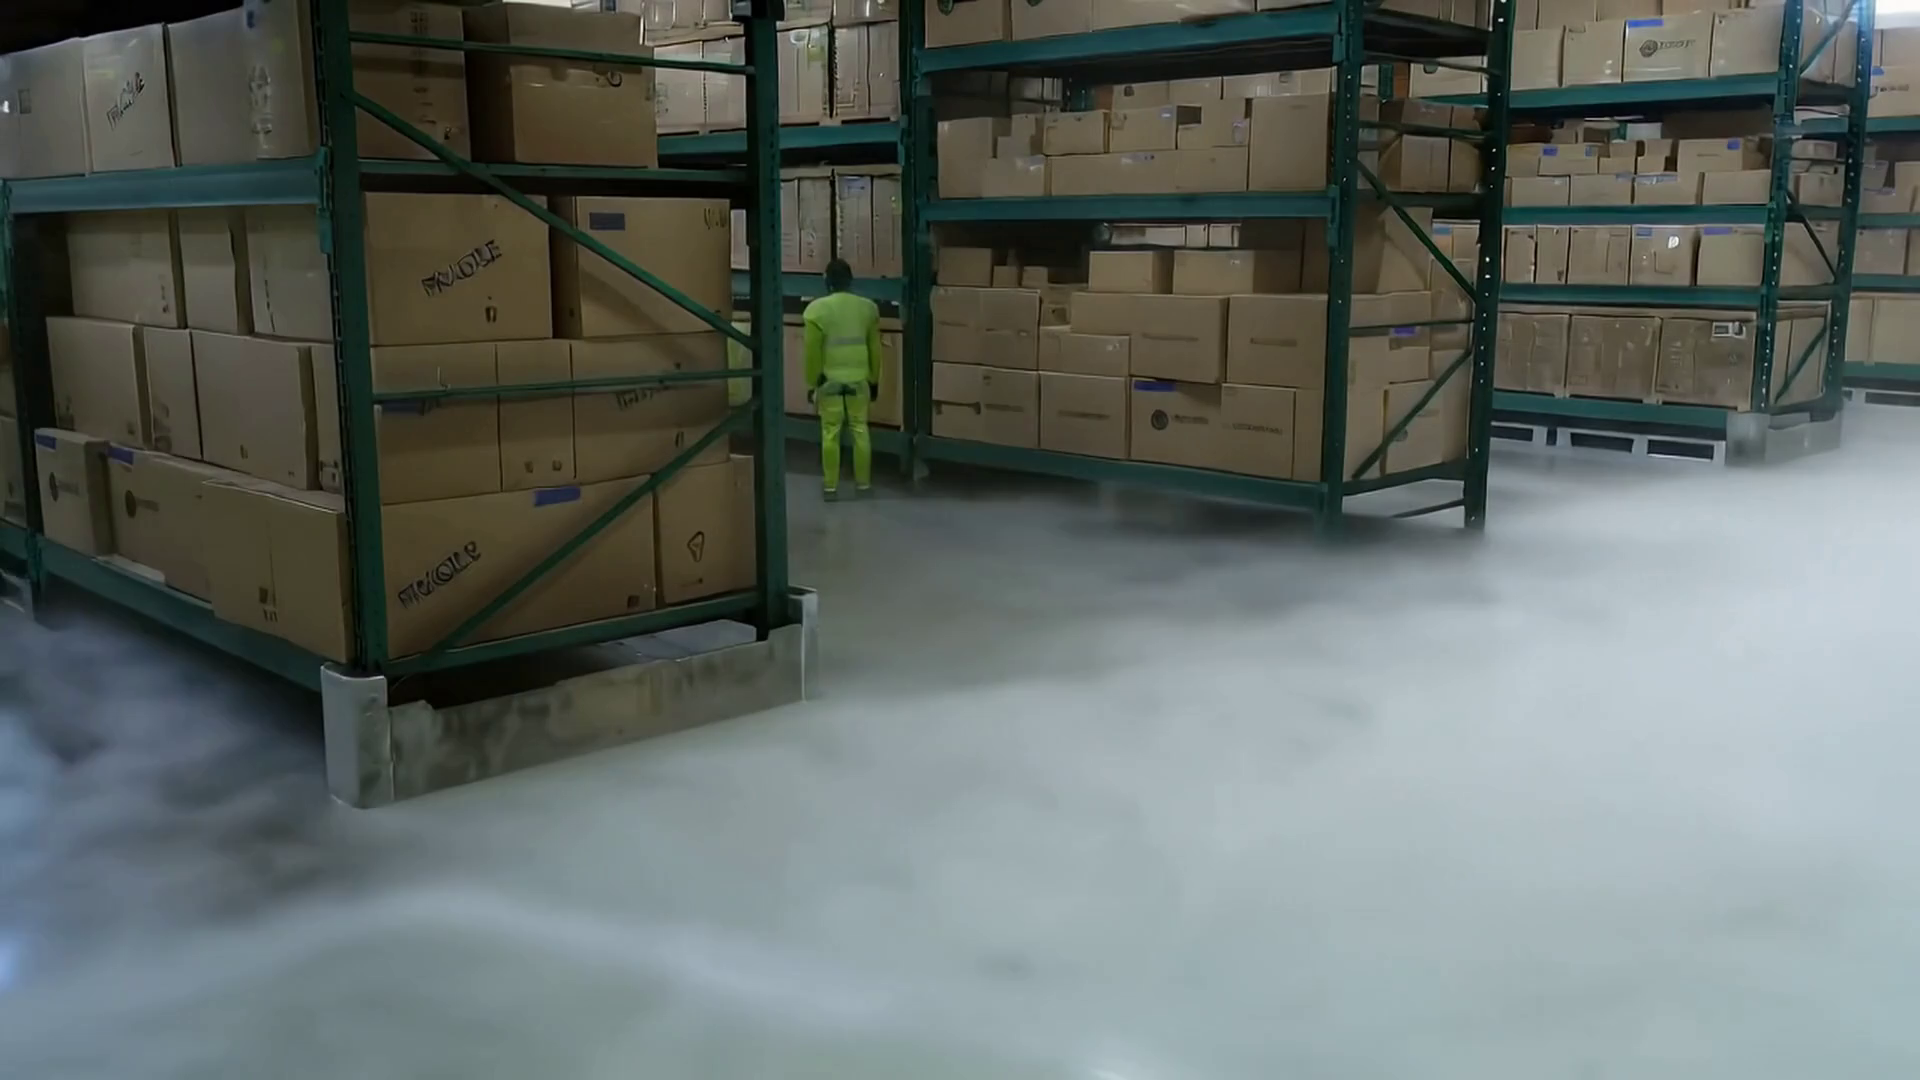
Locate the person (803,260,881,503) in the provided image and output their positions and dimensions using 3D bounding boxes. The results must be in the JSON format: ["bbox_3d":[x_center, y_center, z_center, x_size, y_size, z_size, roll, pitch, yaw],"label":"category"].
[{"bbox_3d":[-0.943,-1.258,13.291,0.630,1.938,0.373,-3,11,-16],"label":"person"}]
